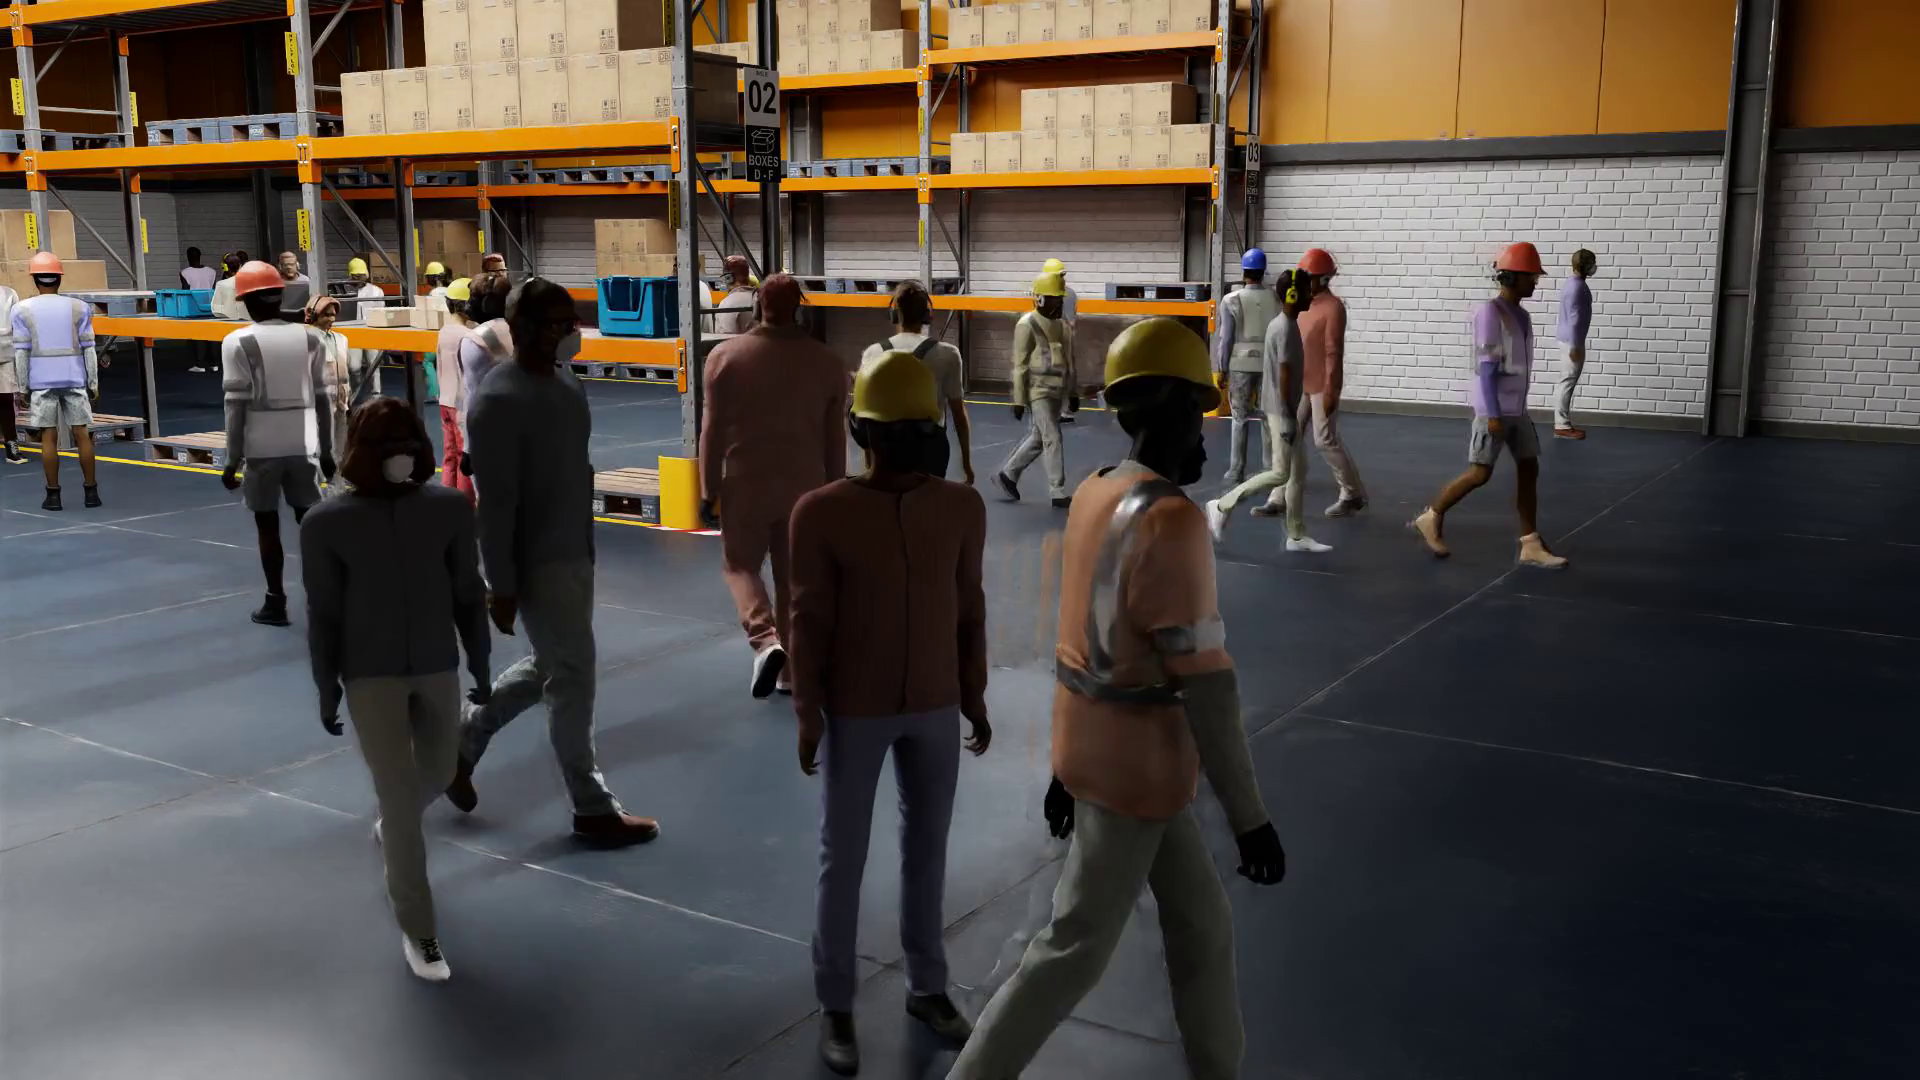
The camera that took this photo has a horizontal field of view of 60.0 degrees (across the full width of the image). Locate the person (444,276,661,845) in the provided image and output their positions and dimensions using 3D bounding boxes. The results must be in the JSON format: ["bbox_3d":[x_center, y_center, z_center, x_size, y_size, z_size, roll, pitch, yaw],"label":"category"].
[{"bbox_3d":[-1.463,0.072,5.604,0.850,1.914,0.638,2,10,12],"label":"person"}]

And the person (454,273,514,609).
[{"bbox_3d":[-2.552,-0.540,9.167,0.429,1.847,0.626,3,11,18],"label":"person"}]

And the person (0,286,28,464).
[{"bbox_3d":[-8.719,-1.643,14.937,0.361,1.965,0.614,9,13,40],"label":"person"}]

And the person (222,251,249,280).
[{"bbox_3d":[-11.619,-3.760,27.011,0.625,1.847,0.429,-5,11,-24],"label":"person"}]

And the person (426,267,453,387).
[{"bbox_3d":[-6.991,-2.896,22.739,0.867,1.645,0.543,2,10,9],"label":"person"}]

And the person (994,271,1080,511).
[{"bbox_3d":[0.590,-1.134,12.611,0.875,1.793,0.622,8,13,37],"label":"person"}]

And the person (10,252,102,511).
[{"bbox_3d":[-6.790,-1.189,12.511,0.551,1.932,0.378,-7,12,-35],"label":"person"}]

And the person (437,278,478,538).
[{"bbox_3d":[-3.381,-0.898,11.372,0.328,1.765,0.528,-8,13,-39],"label":"person"}]

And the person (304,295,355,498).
[{"bbox_3d":[-4.517,-0.918,11.836,0.308,1.638,0.510,4,11,21],"label":"person"}]

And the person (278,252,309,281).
[{"bbox_3d":[-7.600,-2.333,19.007,0.674,1.874,0.810,-6,12,-29],"label":"person"}]

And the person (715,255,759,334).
[{"bbox_3d":[-1.731,-1.278,13.102,0.407,1.902,0.639,5,11,25],"label":"person"}]

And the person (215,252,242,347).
[{"bbox_3d":[-8.710,-2.516,20.042,0.329,1.874,0.508,7,13,35],"label":"person"}]

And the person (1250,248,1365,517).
[{"bbox_3d":[2.592,-1.125,12.086,0.839,1.967,0.632,-3,11,-14],"label":"person"}]

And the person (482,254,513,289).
[{"bbox_3d":[-4.108,-1.585,14.830,0.395,1.900,0.637,9,13,40],"label":"person"}]

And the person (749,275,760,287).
[{"bbox_3d":[-1.707,-1.313,13.738,0.320,1.739,0.492,-8,13,-37],"label":"person"}]

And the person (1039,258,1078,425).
[{"bbox_3d":[1.041,-2.144,18.125,0.405,1.823,0.591,8,13,37],"label":"person"}]

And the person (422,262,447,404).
[{"bbox_3d":[-6.427,-2.518,20.376,0.660,1.742,0.558,1,10,6],"label":"person"}]

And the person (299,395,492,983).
[{"bbox_3d":[-1.618,0.375,4.788,0.509,1.609,0.791,-8,13,-39],"label":"person"}]

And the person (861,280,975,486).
[{"bbox_3d":[-0.193,-0.400,8.461,0.524,1.820,0.787,3,11,15],"label":"person"}]

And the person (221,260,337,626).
[{"bbox_3d":[-3.550,-0.491,8.694,0.492,1.933,0.571,9,13,40],"label":"person"}]

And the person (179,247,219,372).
[{"bbox_3d":[-11.728,-3.554,25.669,0.392,1.917,0.593,6,12,30],"label":"person"}]

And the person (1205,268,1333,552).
[{"bbox_3d":[2.029,-0.825,10.748,0.741,1.848,0.527,3,11,16],"label":"person"}]

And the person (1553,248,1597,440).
[{"bbox_3d":[6.276,-2.001,17.002,0.353,1.937,0.635,4,11,22],"label":"person"}]

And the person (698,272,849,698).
[{"bbox_3d":[-0.802,-0.218,7.268,0.661,1.883,0.538,-3,11,-18],"label":"person"}]

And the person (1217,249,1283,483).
[{"bbox_3d":[2.449,-1.449,13.910,0.602,1.949,0.392,-1,10,-6],"label":"person"}]

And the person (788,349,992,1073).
[{"bbox_3d":[-0.160,0.418,4.083,0.531,1.765,0.329,-5,11,-26],"label":"person"}]

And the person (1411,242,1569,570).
[{"bbox_3d":[3.342,-0.838,10.354,0.627,2.016,0.926,-9,14,-42],"label":"person"}]

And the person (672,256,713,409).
[{"bbox_3d":[-2.344,-1.576,14.647,0.379,1.940,0.629,0,10,1],"label":"person"}]

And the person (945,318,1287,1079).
[{"bbox_3d":[0.314,0.478,3.478,0.955,1.866,0.619,-1,10,-5],"label":"person"}]

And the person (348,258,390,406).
[{"bbox_3d":[-7.066,-2.422,19.685,0.653,1.810,0.472,-5,11,-25],"label":"person"}]
